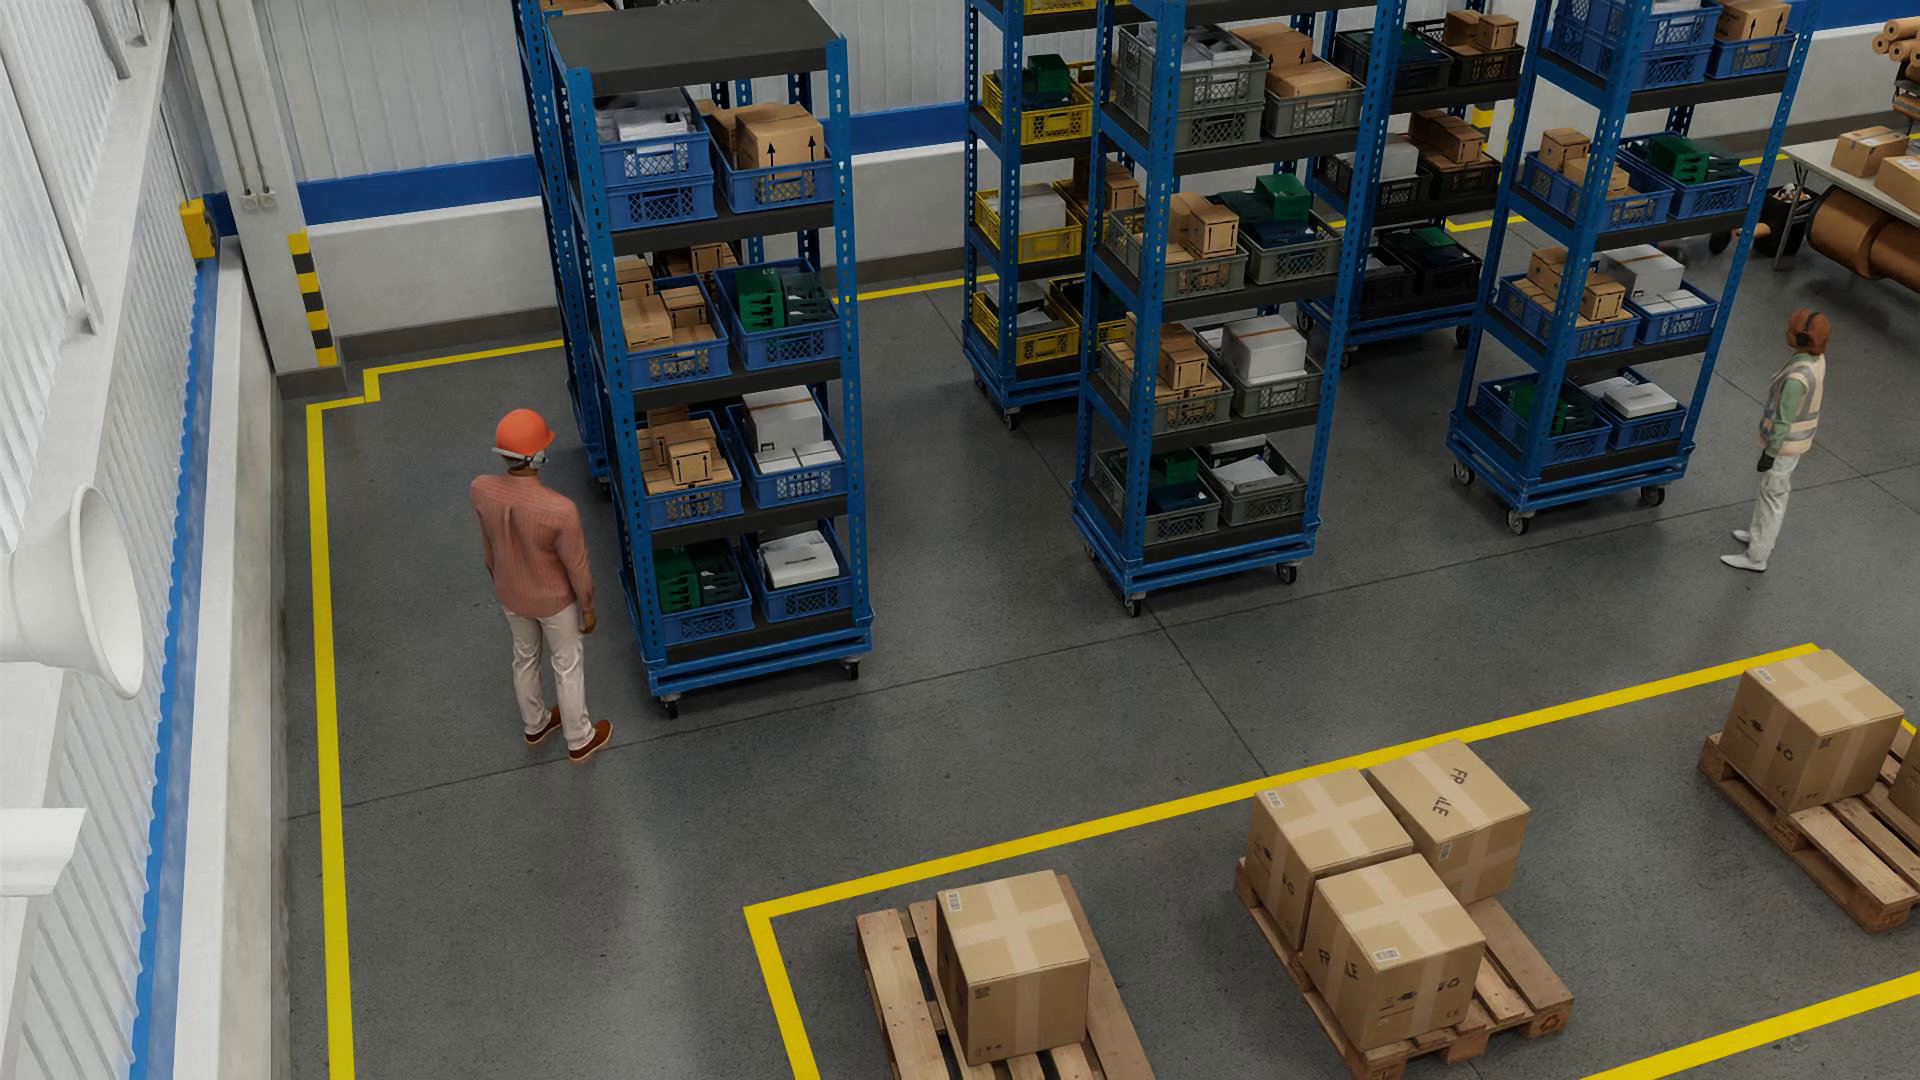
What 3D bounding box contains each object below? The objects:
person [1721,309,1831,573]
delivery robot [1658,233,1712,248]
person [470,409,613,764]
[{"bbox_3d":[4.777,-0.574,9.677,0.326,1.630,0.521,22,41,28],"label":"person"},{"bbox_3d":[5.868,-2.609,13.408,0.707,0.478,0.477,-24,42,-31],"label":"delivery robot"},{"bbox_3d":[-2.055,0.239,8.222,0.608,1.987,0.402,13,37,18],"label":"person"}]
